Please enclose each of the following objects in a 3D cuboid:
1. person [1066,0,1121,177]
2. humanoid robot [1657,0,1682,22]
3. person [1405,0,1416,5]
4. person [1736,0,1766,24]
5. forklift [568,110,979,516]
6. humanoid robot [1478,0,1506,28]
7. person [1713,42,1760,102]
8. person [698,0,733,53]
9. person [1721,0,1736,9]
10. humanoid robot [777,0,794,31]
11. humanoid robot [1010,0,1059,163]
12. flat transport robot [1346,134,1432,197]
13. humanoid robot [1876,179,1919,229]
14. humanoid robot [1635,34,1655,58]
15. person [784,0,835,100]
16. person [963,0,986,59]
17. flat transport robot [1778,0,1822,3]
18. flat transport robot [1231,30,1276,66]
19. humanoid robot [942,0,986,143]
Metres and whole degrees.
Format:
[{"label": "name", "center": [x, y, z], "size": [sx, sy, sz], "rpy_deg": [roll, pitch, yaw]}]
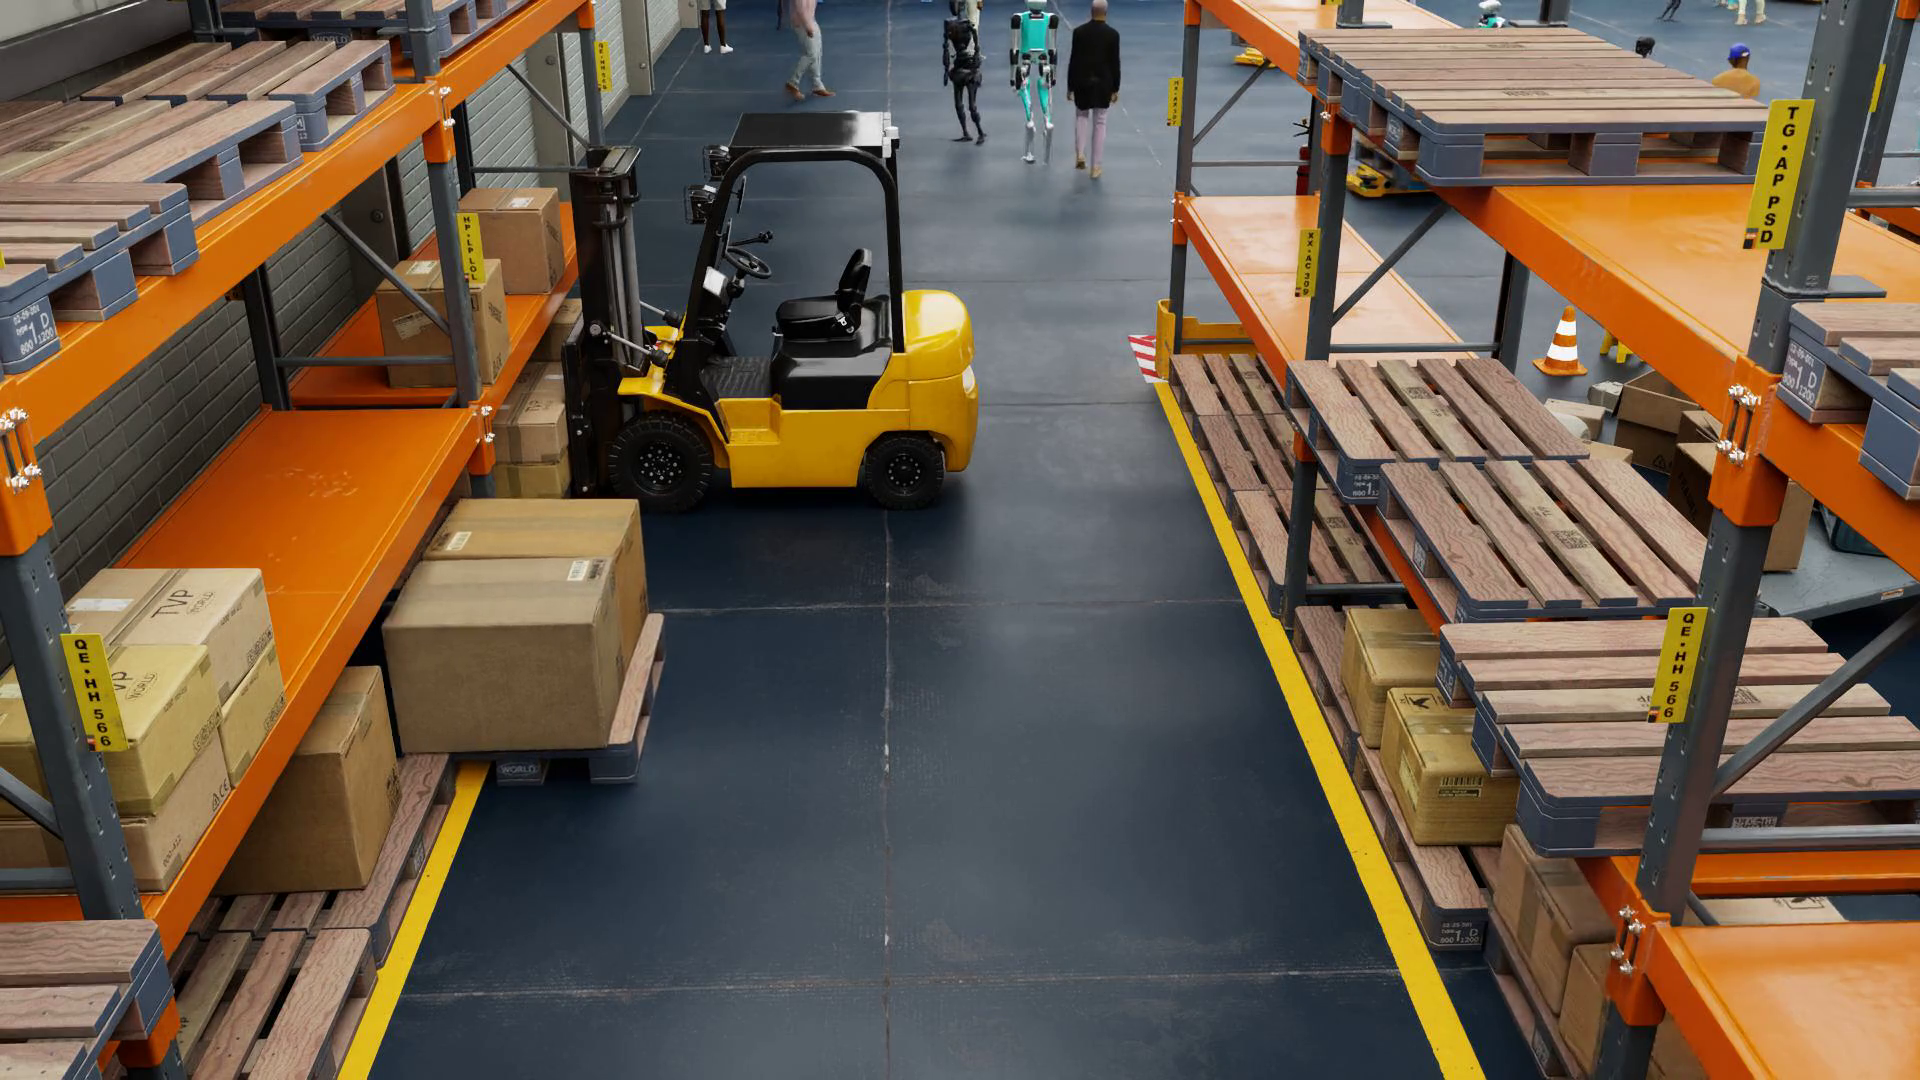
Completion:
[{"label": "person", "center": [1.417, -4.778, 17.579], "size": [0.571, 1.838, 0.457], "rpy_deg": [5, 26, 10]}, {"label": "humanoid robot", "center": [12.098, -9.506, 27.804], "size": [0.615, 1.638, 0.416], "rpy_deg": [-18, 31, -33]}, {"label": "person", "center": [6.739, -8.334, 25.102], "size": [0.564, 1.849, 0.389], "rpy_deg": [-10, 27, -20]}, {"label": "person", "center": [13.298, -9.556, 27.679], "size": [0.562, 1.857, 0.821], "rpy_deg": [22, 33, 39]}, {"label": "forklift", "center": [-1.043, -1.379, 9.976], "size": [2.313, 2.155, 1.214], "rpy_deg": [-1, 25, -2]}, {"label": "humanoid robot", "center": [5.421, -4.860, 17.844], "size": [0.639, 1.778, 0.535], "rpy_deg": [-1, 25, -2]}, {"label": "person", "center": [7.280, -3.836, 15.770], "size": [0.463, 1.670, 0.659], "rpy_deg": [13, 28, 25]}, {"label": "person", "center": [-3.733, -8.284, 24.937], "size": [0.544, 1.900, 0.375], "rpy_deg": [5, 26, 10]}, {"label": "person", "center": [13.818, -10.394, 29.442], "size": [0.500, 1.874, 0.708], "rpy_deg": [16, 30, 30]}, {"label": "humanoid robot", "center": [-2.797, -9.116, 26.978], "size": [0.587, 1.657, 0.420], "rpy_deg": [0, 25, 0]}, {"label": "humanoid robot", "center": [0.841, -4.919, 18.089], "size": [0.542, 1.873, 0.660], "rpy_deg": [-5, 26, -10]}, {"label": "flat transport robot", "center": [4.738, -3.734, 17.212], "size": [1.431, 0.231, 0.659], "rpy_deg": [-4, 26, -8]}, {"label": "humanoid robot", "center": [7.719, -2.772, 13.546], "size": [0.737, 1.867, 0.539], "rpy_deg": [18, 31, 33]}, {"label": "humanoid robot", "center": [6.671, -4.132, 16.413], "size": [0.593, 1.637, 0.412], "rpy_deg": [-5, 26, -10]}, {"label": "person", "center": [-1.999, -6.619, 21.396], "size": [0.527, 1.911, 0.648], "rpy_deg": [6, 26, 13]}, {"label": "person", "center": [0.192, -8.011, 24.541], "size": [0.343, 1.743, 0.570], "rpy_deg": [-10, 27, -20]}, {"label": "flat transport robot", "center": [15.493, -10.018, 30.519], "size": [1.431, 0.231, 0.659], "rpy_deg": [19, 31, 35]}, {"label": "flat transport robot", "center": [4.737, -7.185, 24.519], "size": [0.659, 0.231, 1.431], "rpy_deg": [22, 33, 39]}, {"label": "humanoid robot", "center": [0.064, -5.412, 19.115], "size": [0.593, 1.638, 0.399], "rpy_deg": [21, 32, 37]}]
